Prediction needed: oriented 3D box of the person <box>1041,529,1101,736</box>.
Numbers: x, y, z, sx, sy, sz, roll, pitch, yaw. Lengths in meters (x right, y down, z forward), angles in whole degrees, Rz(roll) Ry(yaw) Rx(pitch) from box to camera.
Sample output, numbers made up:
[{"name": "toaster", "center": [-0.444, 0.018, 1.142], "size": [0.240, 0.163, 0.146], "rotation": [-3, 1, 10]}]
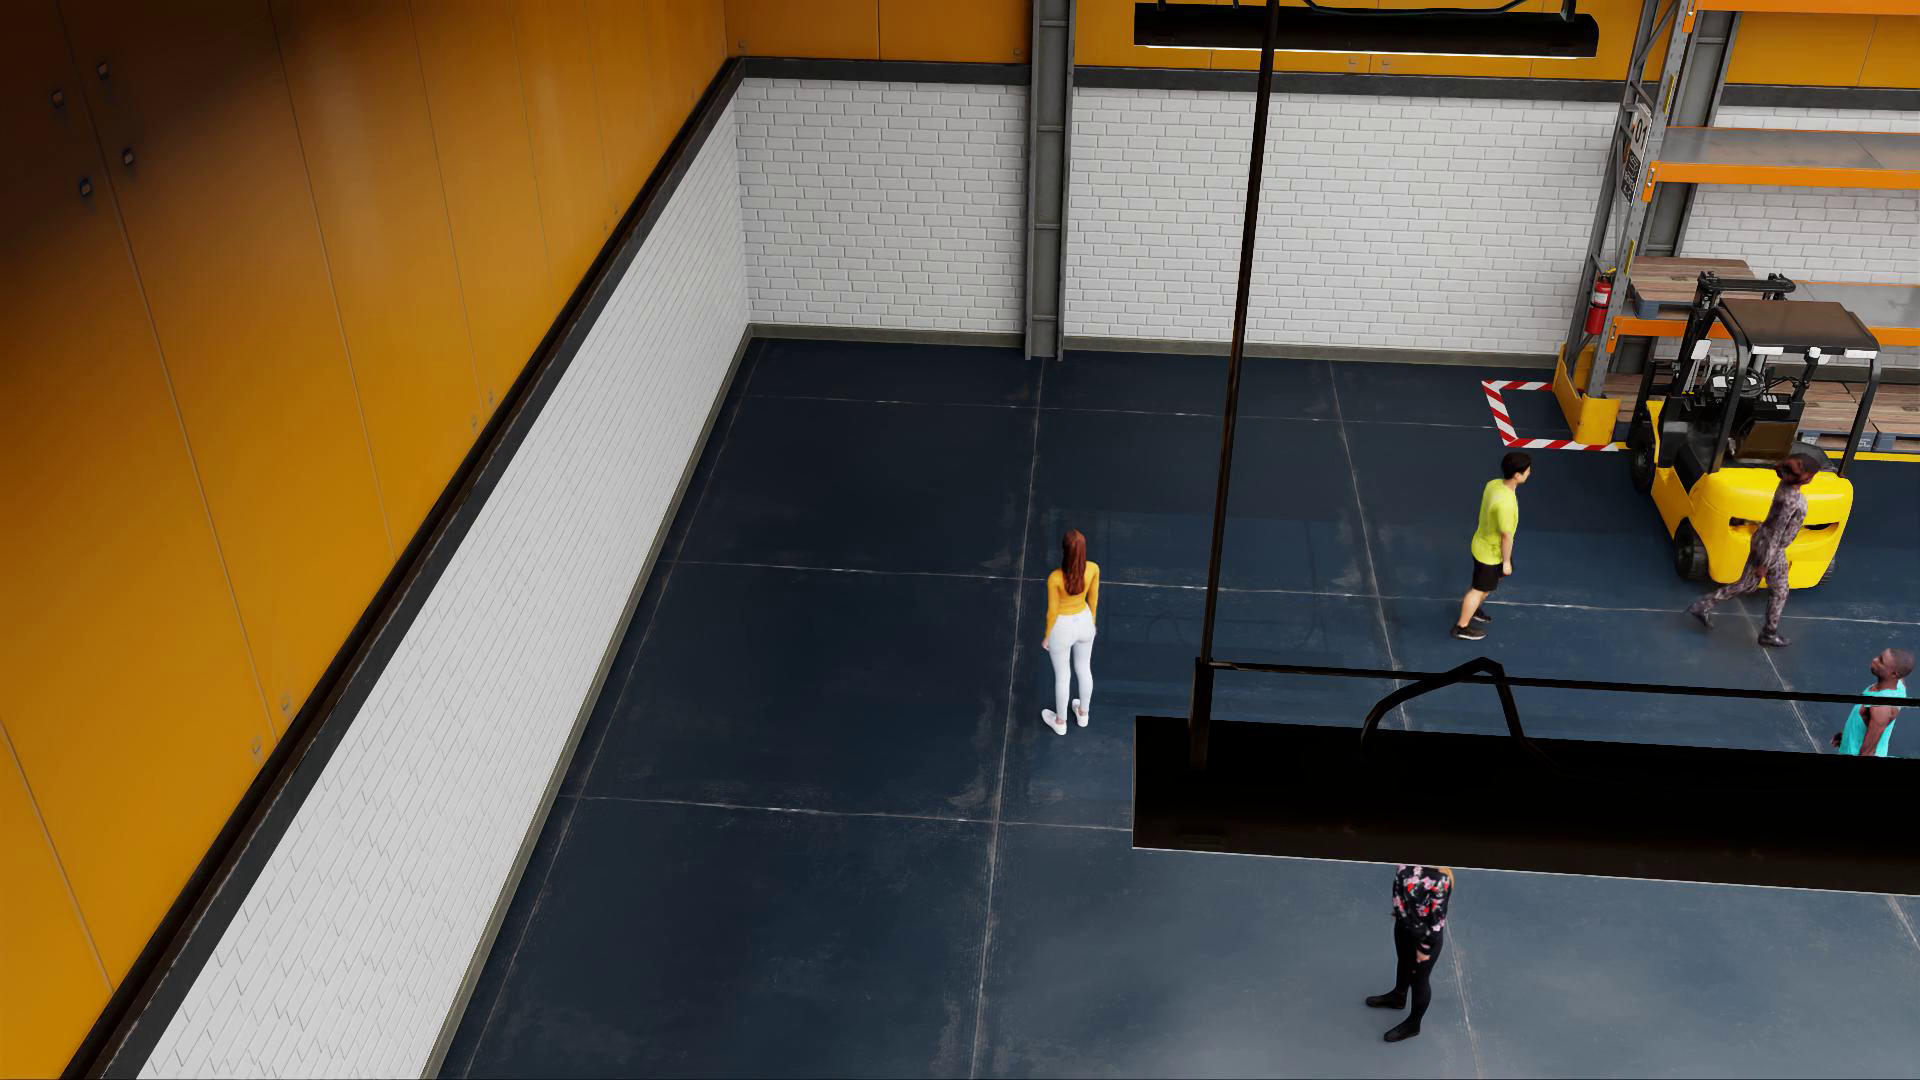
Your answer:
[{"name": "person", "center": [0.812, 0.663, 12.092], "size": [0.643, 1.750, 0.741], "rotation": [-13, 36, -18]}]

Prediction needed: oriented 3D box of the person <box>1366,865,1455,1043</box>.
[{"name": "person", "center": [2.700, 2.260, 9.751], "size": [0.570, 1.683, 0.609], "rotation": [-4, 34, -5]}]

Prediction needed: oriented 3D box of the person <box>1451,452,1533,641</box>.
[{"name": "person", "center": [4.091, 0.050, 13.064], "size": [0.638, 1.695, 0.619], "rotation": [4, 34, 6]}]

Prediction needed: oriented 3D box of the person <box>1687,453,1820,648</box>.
[{"name": "person", "center": [6.253, 0.072, 13.043], "size": [1.109, 1.683, 0.811], "rotation": [14, 36, 20]}]
